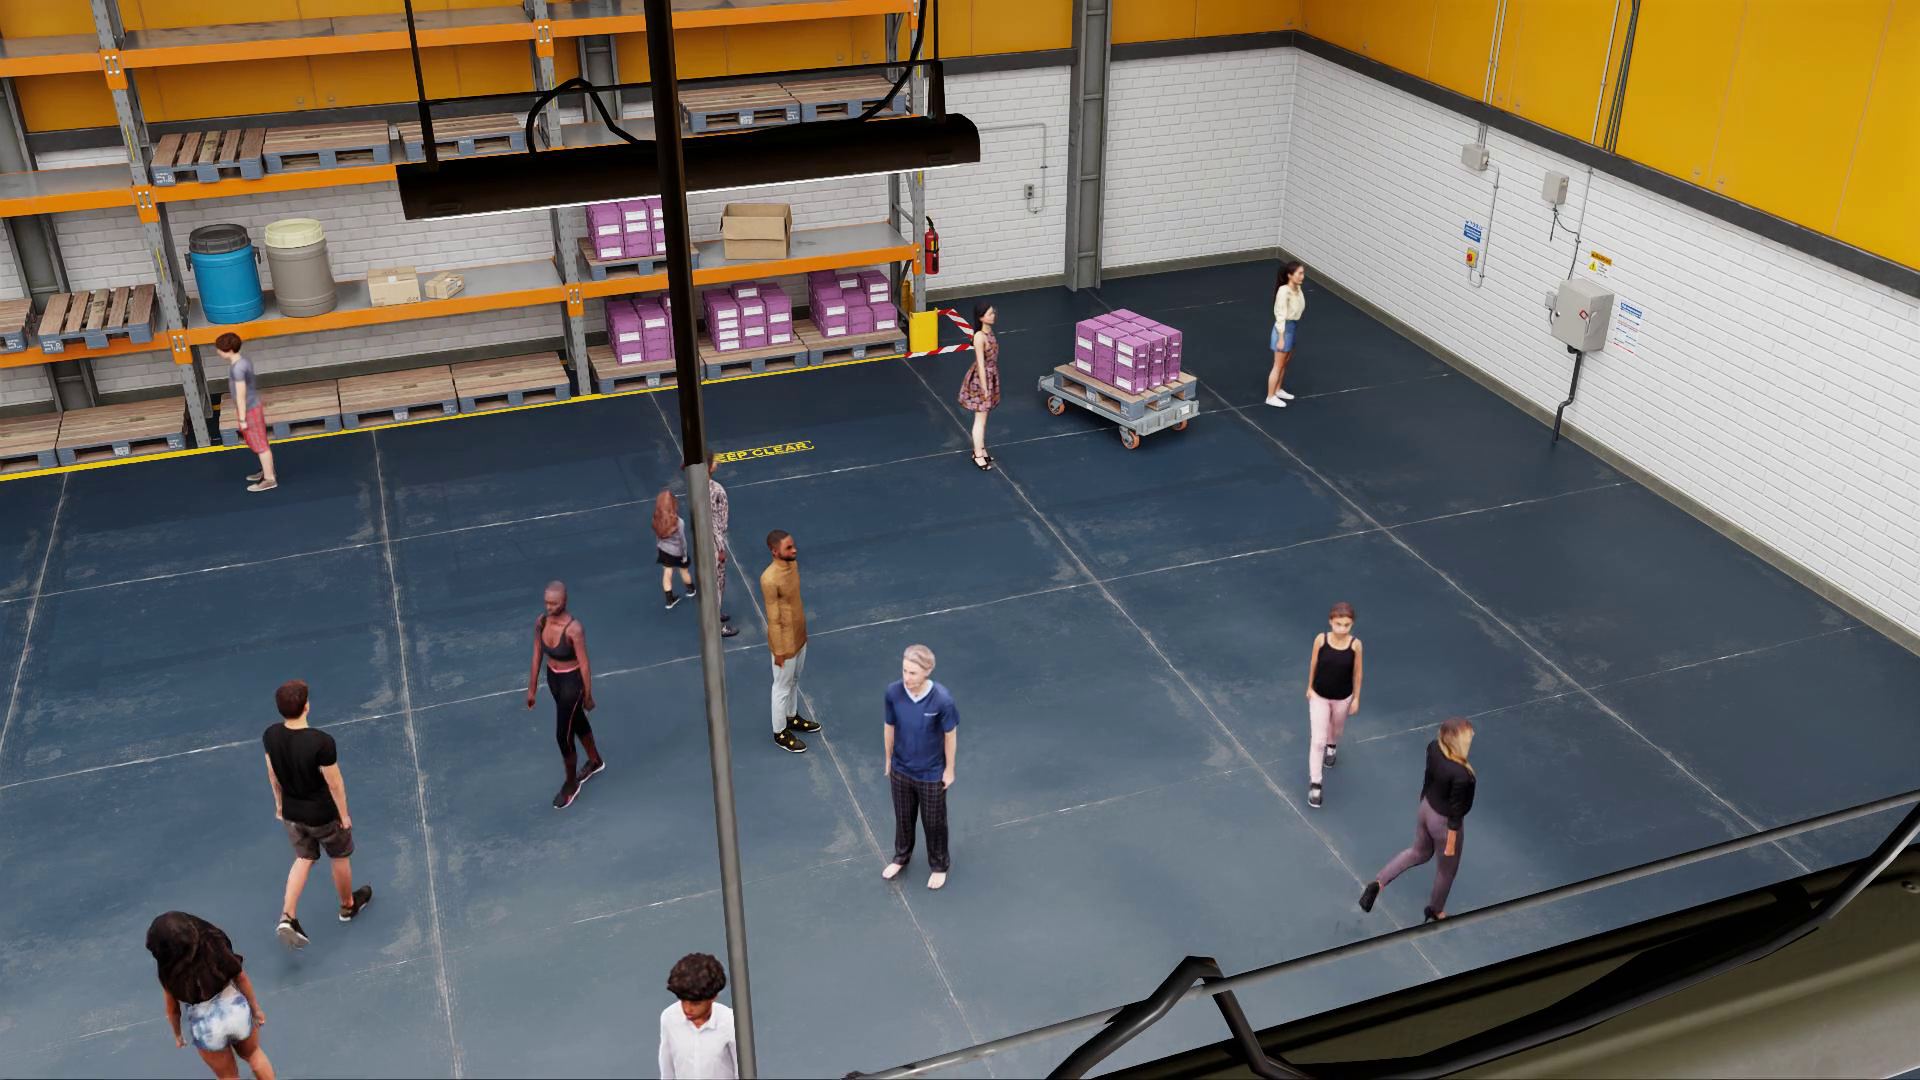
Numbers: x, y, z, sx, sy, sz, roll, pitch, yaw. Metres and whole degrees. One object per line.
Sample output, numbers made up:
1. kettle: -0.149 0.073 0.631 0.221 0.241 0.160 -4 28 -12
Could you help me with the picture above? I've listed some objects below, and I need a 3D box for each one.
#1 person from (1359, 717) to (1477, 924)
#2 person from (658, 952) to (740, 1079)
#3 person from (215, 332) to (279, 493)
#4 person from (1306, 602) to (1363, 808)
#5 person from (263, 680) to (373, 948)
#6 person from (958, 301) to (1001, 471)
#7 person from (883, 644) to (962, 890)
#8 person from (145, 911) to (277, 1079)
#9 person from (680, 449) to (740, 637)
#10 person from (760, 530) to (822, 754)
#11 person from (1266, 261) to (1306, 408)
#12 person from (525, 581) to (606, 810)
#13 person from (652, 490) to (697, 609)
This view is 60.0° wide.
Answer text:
1. person: 2.982 1.845 10.645 0.916 1.658 0.653 -7 29 -12
2. person: -1.304 2.869 8.608 0.686 1.810 0.789 6 29 10
3. person: -6.985 -1.282 16.388 0.541 1.647 0.591 -9 30 -16
4. person: 2.716 1.108 12.125 1.025 1.534 0.942 5 29 9
5. person: -4.181 1.779 10.579 1.078 1.836 1.055 7 29 13
6. person: 0.241 -1.566 16.776 0.832 1.775 0.793 5 29 9
7. person: -0.270 1.495 11.064 0.706 1.871 0.794 9 30 17
8. person: -4.025 2.704 9.151 0.664 1.580 0.752 -19 34 -30
9. person: -2.095 0.009 13.955 0.567 1.710 0.569 -11 30 -19
10. person: -1.310 0.729 12.525 0.749 1.817 0.721 8 30 15
11. person: 3.568 -2.275 18.226 0.775 1.630 0.690 16 32 26
12. person: -2.771 1.021 12.073 0.864 1.737 0.963 20 34 32
13. person: -2.531 0.093 14.446 0.683 1.094 0.736 11 31 20
